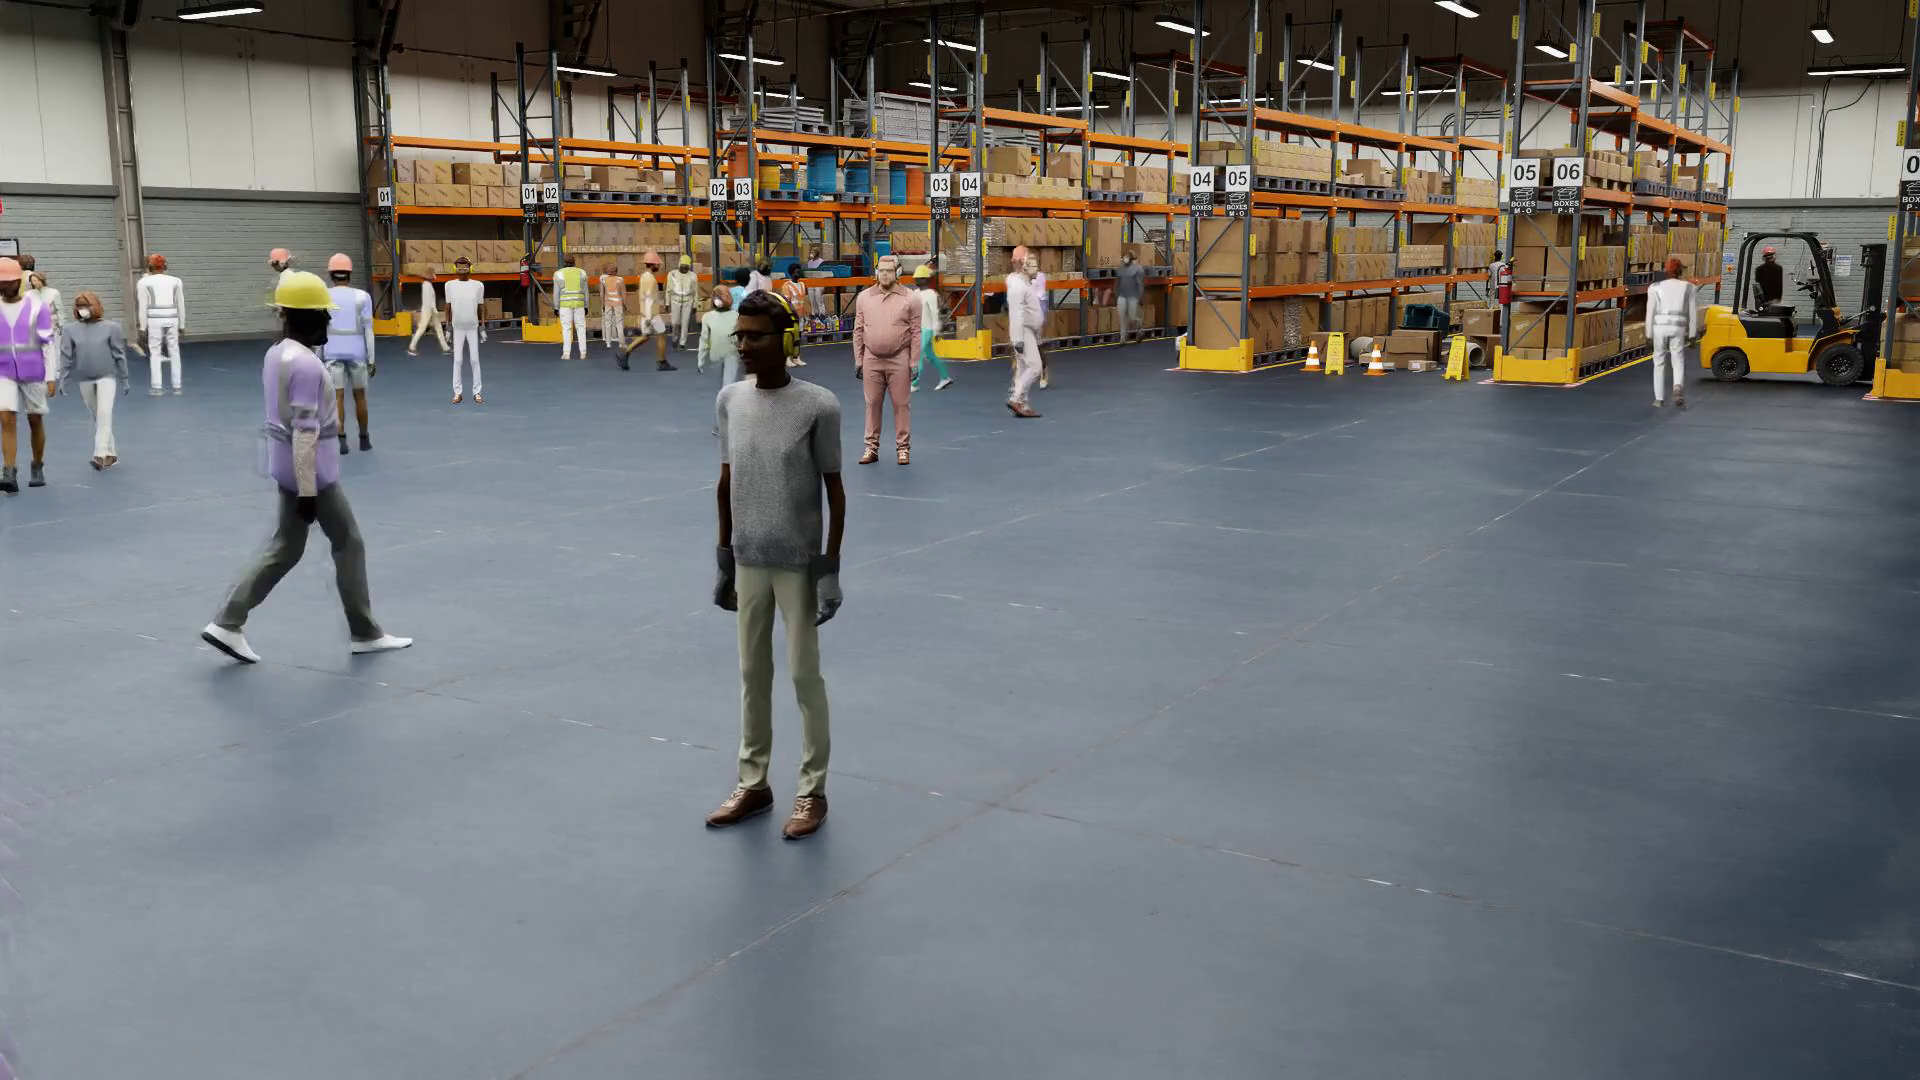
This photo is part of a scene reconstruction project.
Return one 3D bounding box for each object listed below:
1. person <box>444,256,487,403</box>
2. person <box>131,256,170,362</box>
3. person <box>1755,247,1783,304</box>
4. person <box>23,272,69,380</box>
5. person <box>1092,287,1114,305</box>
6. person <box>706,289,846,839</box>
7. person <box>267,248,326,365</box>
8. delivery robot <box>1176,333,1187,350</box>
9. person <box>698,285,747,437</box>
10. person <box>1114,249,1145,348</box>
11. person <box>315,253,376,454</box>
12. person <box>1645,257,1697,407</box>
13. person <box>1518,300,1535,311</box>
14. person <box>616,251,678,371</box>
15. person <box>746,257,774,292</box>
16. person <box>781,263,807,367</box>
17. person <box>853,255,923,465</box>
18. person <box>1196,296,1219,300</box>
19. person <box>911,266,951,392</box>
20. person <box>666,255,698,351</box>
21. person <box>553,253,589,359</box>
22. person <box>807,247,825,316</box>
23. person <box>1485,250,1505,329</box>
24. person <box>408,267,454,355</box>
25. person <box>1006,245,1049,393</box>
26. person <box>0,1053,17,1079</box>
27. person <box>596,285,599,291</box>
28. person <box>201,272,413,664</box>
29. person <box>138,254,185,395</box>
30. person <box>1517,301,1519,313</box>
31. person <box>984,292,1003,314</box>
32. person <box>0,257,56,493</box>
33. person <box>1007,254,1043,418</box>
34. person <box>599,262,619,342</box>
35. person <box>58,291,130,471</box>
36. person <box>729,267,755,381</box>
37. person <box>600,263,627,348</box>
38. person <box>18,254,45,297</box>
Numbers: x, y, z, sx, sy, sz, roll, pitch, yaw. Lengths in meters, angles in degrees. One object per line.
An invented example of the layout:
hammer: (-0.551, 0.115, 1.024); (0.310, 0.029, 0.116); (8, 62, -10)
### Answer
person: (-6.276, -2.663, 21.104); (0.508, 1.865, 0.329); (-3, 10, -15)
person: (-13.829, -3.938, 28.355); (0.543, 1.825, 0.507); (-3, 11, -17)
person: (15.430, -4.614, 31.776); (0.537, 1.954, 0.651); (-6, 12, -29)
person: (-13.397, -3.115, 24.378); (0.530, 1.604, 0.589); (-3, 11, -18)
person: (3.410, -5.844, 38.900); (0.656, 1.881, 0.819); (6, 12, 32)
person: (-0.628, 0.087, 5.683); (0.512, 1.872, 0.330); (5, 11, 26)
person: (-9.336, -3.122, 23.433); (0.668, 1.964, 0.624); (-6, 12, -31)
delivery robot: (4.024, -3.442, 28.865); (0.477, 0.478, 0.707); (6, 12, 30)
person: (-2.508, -1.896, 17.577); (0.515, 1.577, 0.878); (3, 11, 15)
person: (3.325, -4.717, 32.463); (0.636, 1.924, 0.669); (7, 12, 32)
person: (-5.952, -1.804, 16.118); (0.551, 1.937, 0.410); (-3, 11, -18)
person: (8.750, -2.544, 20.468); (0.588, 1.862, 0.638); (3, 10, 14)
person: (13.215, -5.769, 38.688); (0.585, 1.793, 0.965); (3, 10, 15)
person: (-4.973, -3.606, 26.293); (0.882, 1.903, 0.542); (-5, 11, -25)
person: (-3.150, -3.651, 26.834); (0.801, 1.789, 0.677); (3, 11, 17)
person: (-2.705, -3.680, 27.271); (0.317, 1.693, 0.552); (6, 12, 32)
person: (-0.671, -1.640, 15.243); (0.642, 1.913, 0.409); (2, 10, 9)
person: (4.671, -4.593, 31.697); (0.618, 1.946, 0.781); (-2, 10, -9)
person: (-0.453, -2.901, 22.826); (0.899, 1.724, 0.532); (-6, 12, -31)
person: (-5.232, -4.462, 31.330); (0.611, 1.805, 0.431); (-2, 10, -12)
person: (-6.807, -4.084, 29.123); (0.619, 1.845, 0.430); (-5, 11, -25)
person: (-3.430, -6.011, 39.643); (0.371, 1.941, 0.627); (-10, 14, -44)
person: (12.728, -5.932, 39.439); (0.509, 1.860, 0.334); (3, 10, 15)
person: (-9.639, -4.145, 30.183); (0.868, 1.590, 0.502); (-2, 10, -9)
person: (0.943, -3.021, 22.740); (0.632, 2.007, 0.987); (5, 11, 26)
person: (-0.929, 0.927, 1.037); (0.667, 1.850, 1.007); (-3, 11, -17)
person: (-8.013, -5.542, 37.535); (0.557, 1.743, 0.518); (5, 11, 26)
person: (-3.211, -0.338, 8.008); (0.921, 1.896, 0.596); (-7, 12, -34)
person: (-10.654, -2.869, 22.208); (0.611, 1.880, 0.403); (-10, 14, -44)
person: (14.499, -6.551, 42.687); (0.351, 1.931, 0.635); (5, 11, 24)
person: (0.691, -4.866, 33.308); (0.393, 1.913, 0.587); (-4, 11, -20)
person: (-7.672, -1.334, 13.543); (0.561, 1.892, 0.945); (-4, 11, -20)
person: (0.779, -2.347, 19.228); (0.432, 1.894, 0.670); (2, 10, 9)
person: (-7.220, -4.896, 34.246); (0.521, 1.637, 0.307); (7, 12, 35)
person: (-7.731, -1.404, 14.798); (0.530, 1.585, 0.843); (-1, 10, -6)
person: (-3.209, -3.110, 24.118); (0.540, 1.677, 0.572); (8, 13, 40)
person: (-6.667, -4.505, 32.036); (0.512, 1.645, 0.307); (1, 10, 5)
person: (-14.827, -3.626, 26.555); (0.622, 1.845, 0.429); (3, 11, 16)
